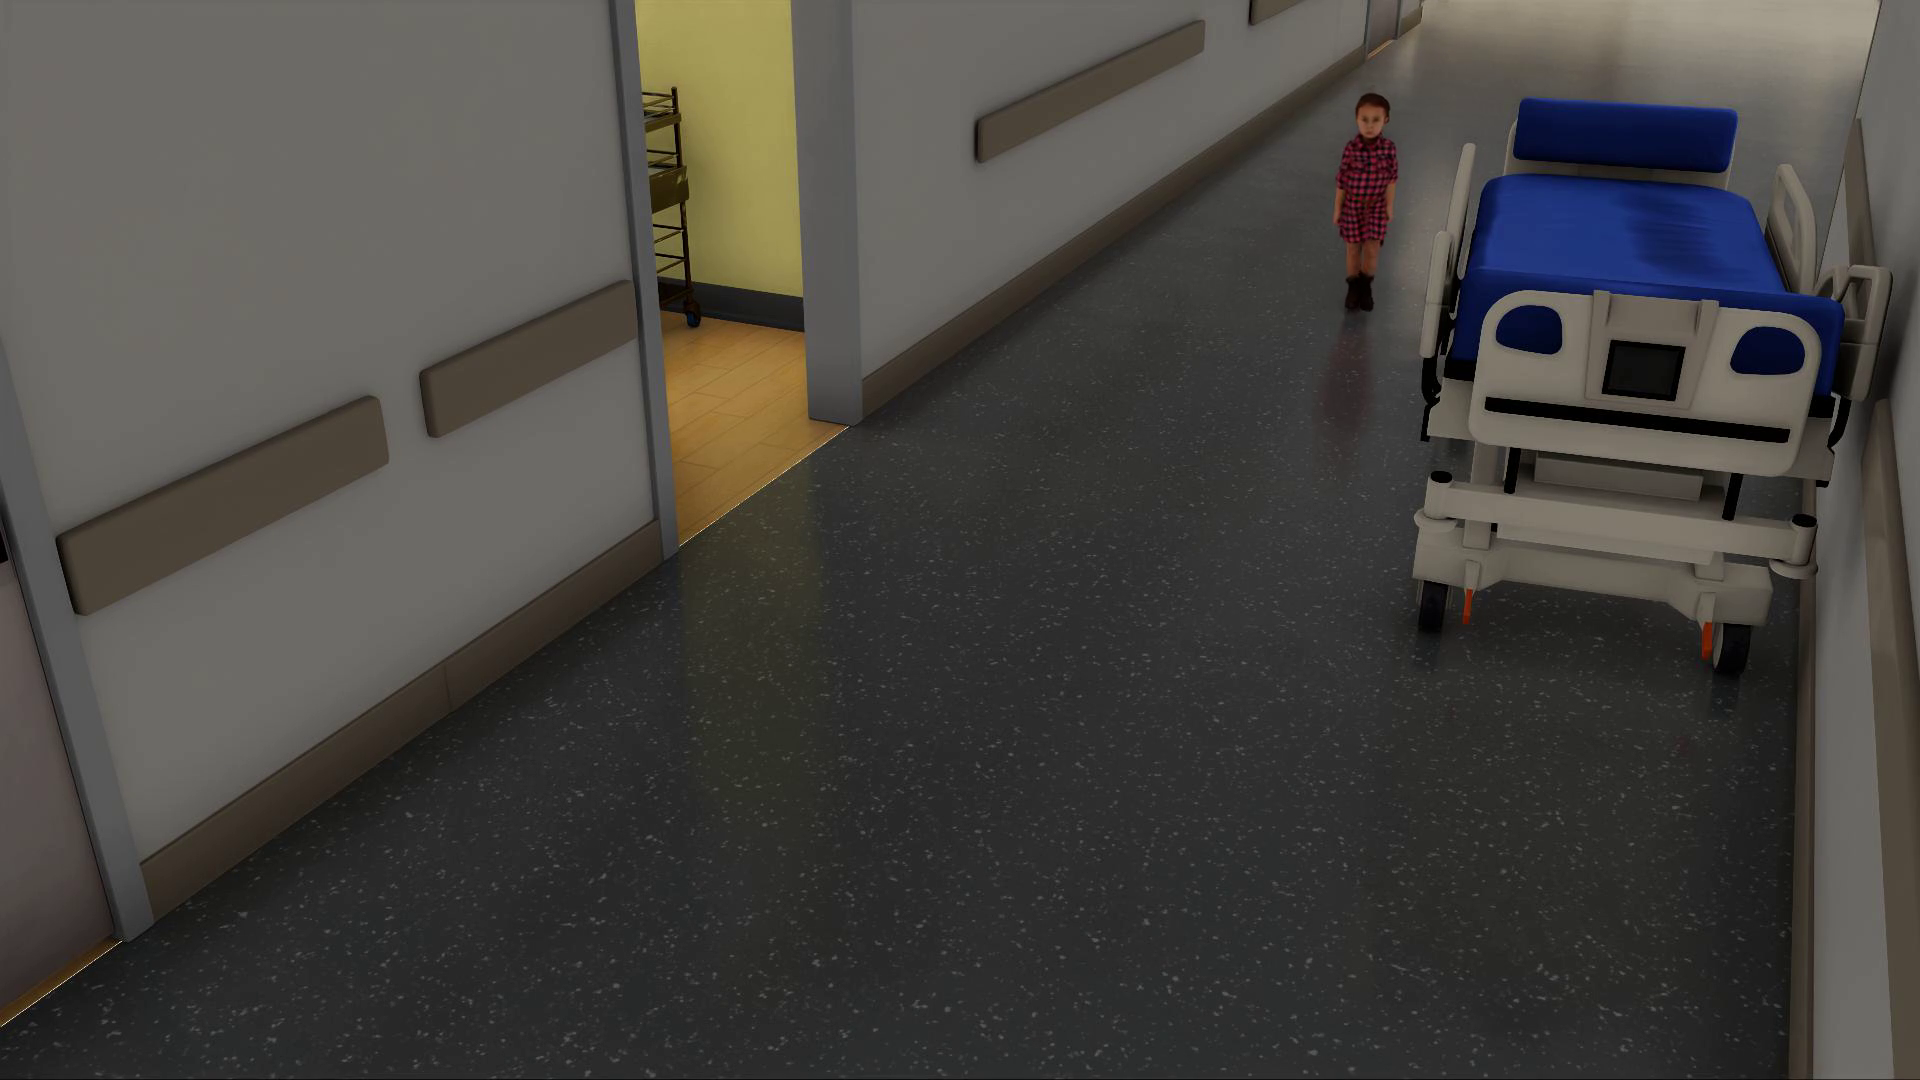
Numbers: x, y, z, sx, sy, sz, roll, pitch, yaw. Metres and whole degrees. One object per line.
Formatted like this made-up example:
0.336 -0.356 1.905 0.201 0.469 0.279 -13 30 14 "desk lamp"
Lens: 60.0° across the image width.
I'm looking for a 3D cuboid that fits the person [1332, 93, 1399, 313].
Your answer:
1.933 -1.612 7.911 0.440 1.013 0.531 5 26 11 "person"
